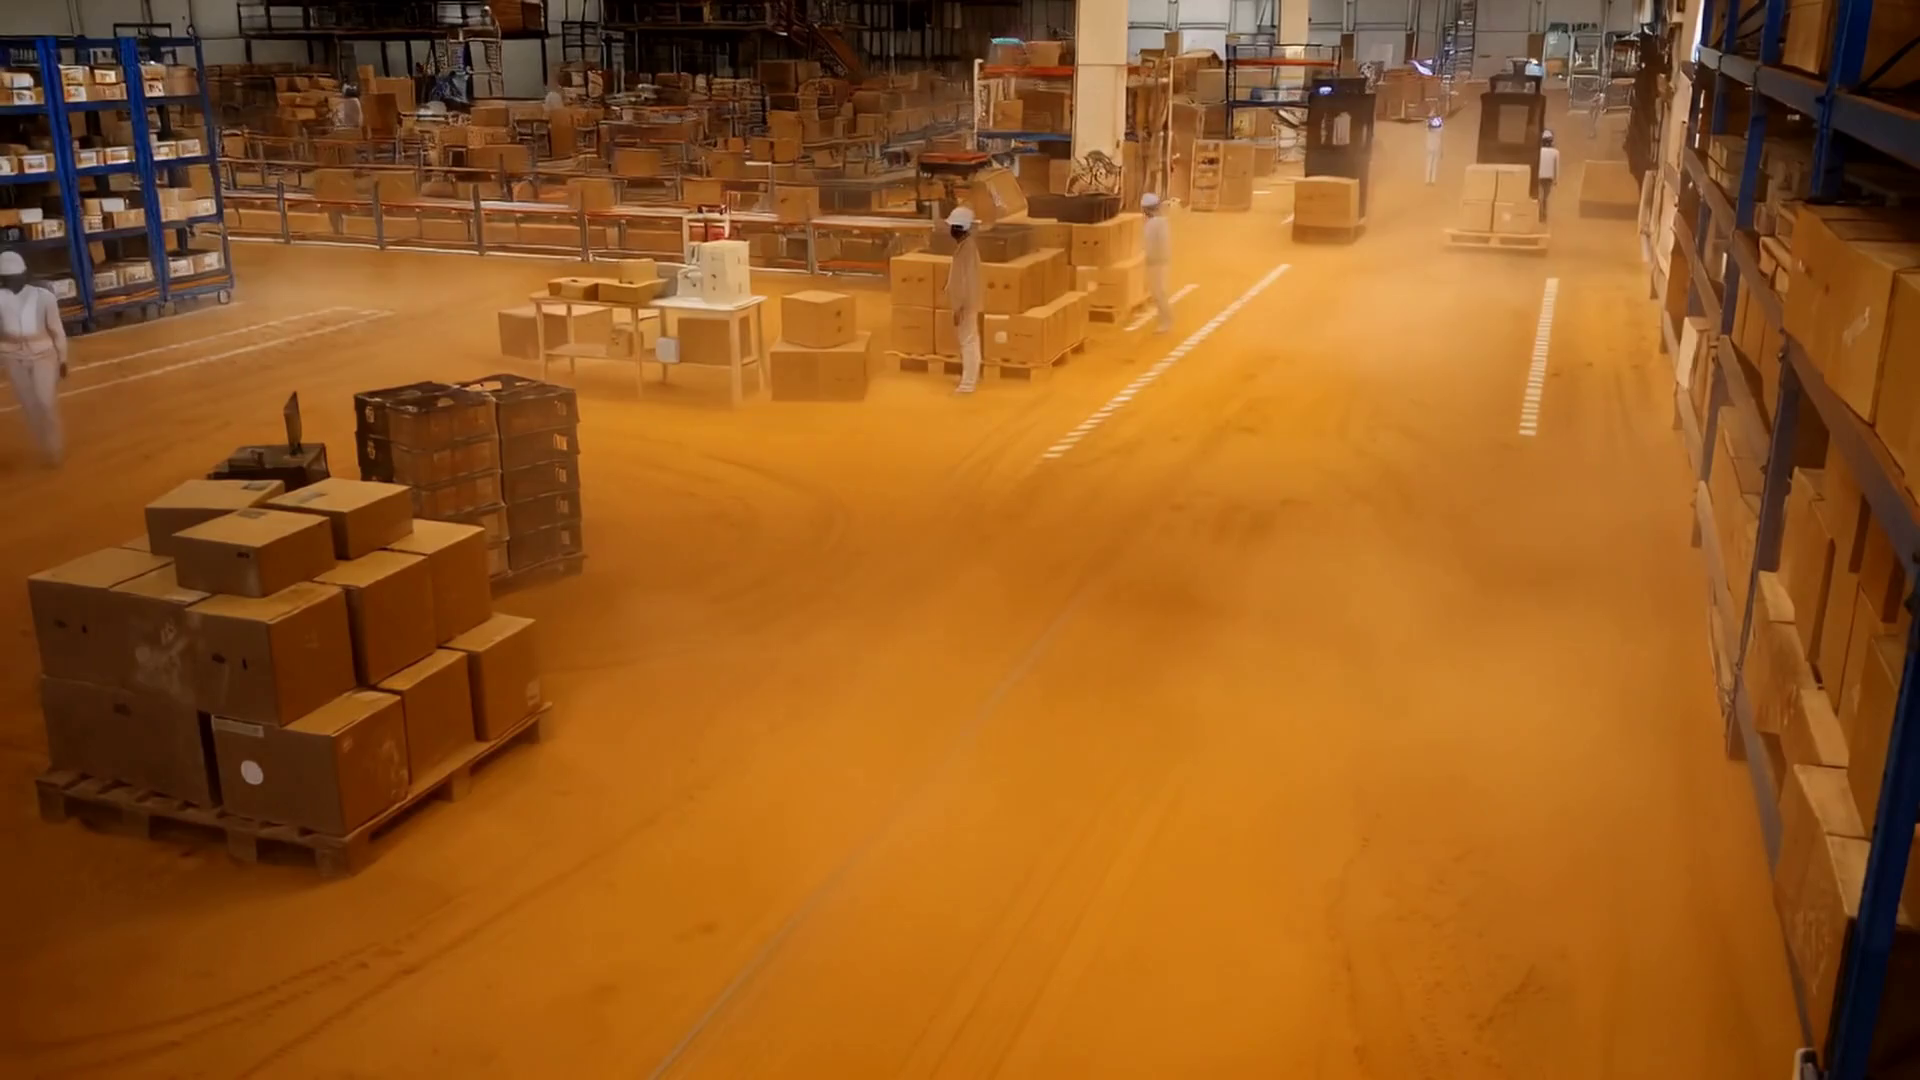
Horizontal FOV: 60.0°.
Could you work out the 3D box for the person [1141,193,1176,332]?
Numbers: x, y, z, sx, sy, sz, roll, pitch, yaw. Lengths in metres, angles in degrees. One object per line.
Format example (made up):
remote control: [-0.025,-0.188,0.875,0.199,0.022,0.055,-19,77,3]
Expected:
person: [2.503,-3.505,21.024,0.381,1.720,0.587,-8,20,-25]

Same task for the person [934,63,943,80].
person: [-0.956,-18.125,66.690,0.577,1.898,0.633,15,23,39]

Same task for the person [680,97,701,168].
person: [-6.839,-10.336,42.358,0.613,1.815,0.510,-14,23,-38]

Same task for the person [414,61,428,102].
person: [-23.963,-20.317,73.770,0.981,1.801,0.530,10,20,28]

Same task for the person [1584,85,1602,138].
person: [20.353,-13.742,53.348,0.308,1.641,0.517,-5,18,-15]

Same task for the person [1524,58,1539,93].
person: [25.805,-20.819,75.202,0.621,1.869,1.028,8,19,25]

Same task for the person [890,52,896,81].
person: [-3.711,-25.760,90.942,0.320,1.742,0.492,-10,20,-28]

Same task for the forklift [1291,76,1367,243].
forklift: [6.598,-6.755,29.381,1.129,2.768,1.873,6,19,19]

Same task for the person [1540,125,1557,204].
person: [12.339,-7.895,34.983,0.277,1.635,0.505,0,18,0]

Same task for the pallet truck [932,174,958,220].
pallet truck: [-0.507,-5.292,27.348,0.653,1.274,1.630,6,19,19]

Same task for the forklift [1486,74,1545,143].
forklift: [10.010,-7.036,30.262,1.129,2.768,1.873,6,19,19]

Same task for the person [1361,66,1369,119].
person: [15.100,-16.713,62.148,0.361,1.965,0.613,-2,18,-7]

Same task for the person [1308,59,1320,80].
person: [17.053,-22.287,79.878,0.522,1.844,0.800,-6,19,-19]

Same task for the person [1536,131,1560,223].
person: [11.058,-6.865,31.580,0.539,1.739,0.697,4,18,13]

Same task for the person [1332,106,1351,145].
person: [9.041,-9.342,39.081,0.569,1.916,0.625,7,19,21]

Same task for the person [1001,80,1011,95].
person: [1.816,-18.060,66.568,0.520,1.859,0.363,-1,18,-4]

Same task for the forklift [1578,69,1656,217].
forklift: [13.219,-7.740,32.475,1.873,2.768,1.129,6,19,18]

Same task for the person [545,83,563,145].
person: [-12.114,-12.672,49.608,0.776,1.882,0.646,8,19,24]

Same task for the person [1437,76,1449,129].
person: [16.589,-15.019,57.159,0.324,1.765,0.534,8,19,23]

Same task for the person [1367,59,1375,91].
person: [18.690,-21.083,76.105,0.601,1.830,0.977,-12,21,-33]

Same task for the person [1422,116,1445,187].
person: [11.027,-9.070,38.744,0.510,1.593,0.833,3,18,10]

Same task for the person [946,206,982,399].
person: [0.042,-2.475,17.366,0.386,1.996,0.610,4,18,12]

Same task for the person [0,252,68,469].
person: [-8.192,-1.554,14.581,0.631,1.921,0.661,-6,19,-18]

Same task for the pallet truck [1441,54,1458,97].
pallet truck: [22.765,-21.886,78.355,0.823,1.965,1.885,-4,18,-14]

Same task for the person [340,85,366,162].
person: [-16.245,-11.131,44.498,0.607,2.039,0.385,8,19,25]

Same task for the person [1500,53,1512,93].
person: [27.160,-23.274,82.831,0.587,1.928,0.382,-3,18,-11]
